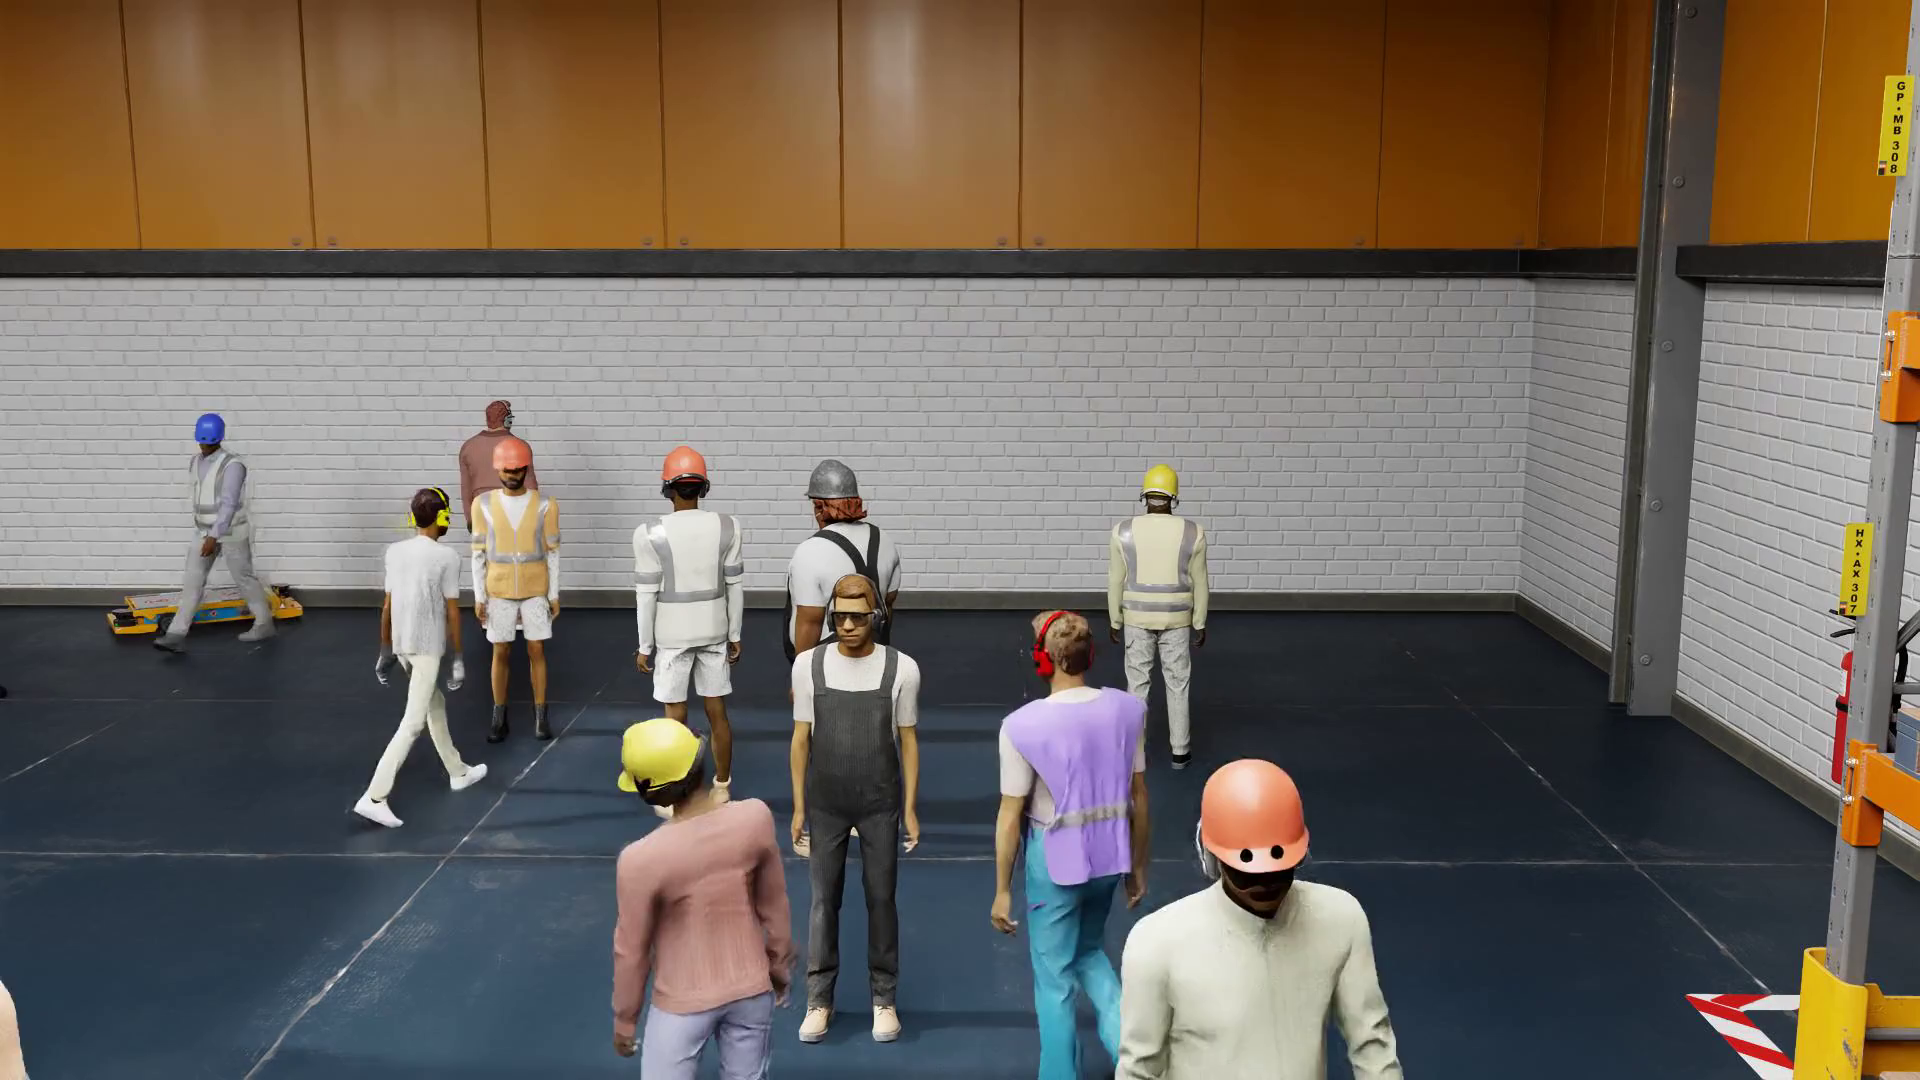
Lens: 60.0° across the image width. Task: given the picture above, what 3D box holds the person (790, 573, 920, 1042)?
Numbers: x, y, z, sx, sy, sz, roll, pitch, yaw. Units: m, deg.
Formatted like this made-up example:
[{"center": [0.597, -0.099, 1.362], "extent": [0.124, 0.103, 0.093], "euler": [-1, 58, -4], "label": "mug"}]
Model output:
[{"center": [-0.406, 1.035, 6.456], "extent": [0.505, 1.847, 0.347], "euler": [0, 9, 1], "label": "person"}]

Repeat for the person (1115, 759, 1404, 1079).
[{"center": [0.713, 1.437, 3.757], "extent": [0.624, 1.927, 1.056], "euler": [-4, 10, -25], "label": "person"}]

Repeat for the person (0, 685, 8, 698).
[{"center": [-6.891, 0.172, 11.380], "extent": [0.548, 1.927, 0.385], "euler": [0, 9, -2], "label": "person"}]

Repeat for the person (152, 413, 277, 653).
[{"center": [-5.797, -0.061, 12.951], "extent": [0.626, 1.872, 1.013], "euler": [5, 11, 26], "label": "person"}]

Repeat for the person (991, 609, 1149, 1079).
[{"center": [0.399, 1.160, 5.756], "extent": [0.592, 1.828, 0.466], "euler": [-6, 11, -33], "label": "person"}]

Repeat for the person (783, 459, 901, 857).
[{"center": [-0.652, 0.597, 8.499], "extent": [0.536, 2.000, 0.688], "euler": [8, 12, 39], "label": "person"}]

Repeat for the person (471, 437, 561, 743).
[{"center": [-2.793, 0.316, 10.488], "extent": [0.550, 1.935, 0.370], "euler": [-2, 10, -13], "label": "person"}]

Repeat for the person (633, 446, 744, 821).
[{"center": [-1.468, 0.511, 9.005], "extent": [0.608, 2.044, 0.372], "euler": [-5, 11, -28], "label": "person"}]

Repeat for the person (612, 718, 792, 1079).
[{"center": [-0.757, 1.362, 4.865], "extent": [0.633, 1.729, 0.350], "euler": [-7, 12, -34], "label": "person"}]

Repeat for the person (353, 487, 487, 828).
[{"center": [-2.994, 0.619, 9.140], "extent": [0.542, 1.803, 1.060], "euler": [4, 10, 24], "label": "person"}]

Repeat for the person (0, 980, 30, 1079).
[{"center": [-2.206, 1.525, 3.427], "extent": [0.638, 1.884, 0.577], "euler": [-3, 10, -20], "label": "person"}]

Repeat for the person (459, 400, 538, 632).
[{"center": [-3.745, -0.195, 13.643], "extent": [0.652, 1.906, 0.402], "euler": [2, 10, 11], "label": "person"}]

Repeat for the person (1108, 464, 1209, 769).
[{"center": [1.182, 0.461, 9.936], "extent": [0.599, 1.830, 0.404], "euler": [1, 10, 7], "label": "person"}]

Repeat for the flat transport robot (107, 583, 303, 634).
[{"center": [-6.344, 0.566, 13.973], "extent": [1.431, 0.197, 0.652], "euler": [-6, 11, -32], "label": "flat transport robot"}]
